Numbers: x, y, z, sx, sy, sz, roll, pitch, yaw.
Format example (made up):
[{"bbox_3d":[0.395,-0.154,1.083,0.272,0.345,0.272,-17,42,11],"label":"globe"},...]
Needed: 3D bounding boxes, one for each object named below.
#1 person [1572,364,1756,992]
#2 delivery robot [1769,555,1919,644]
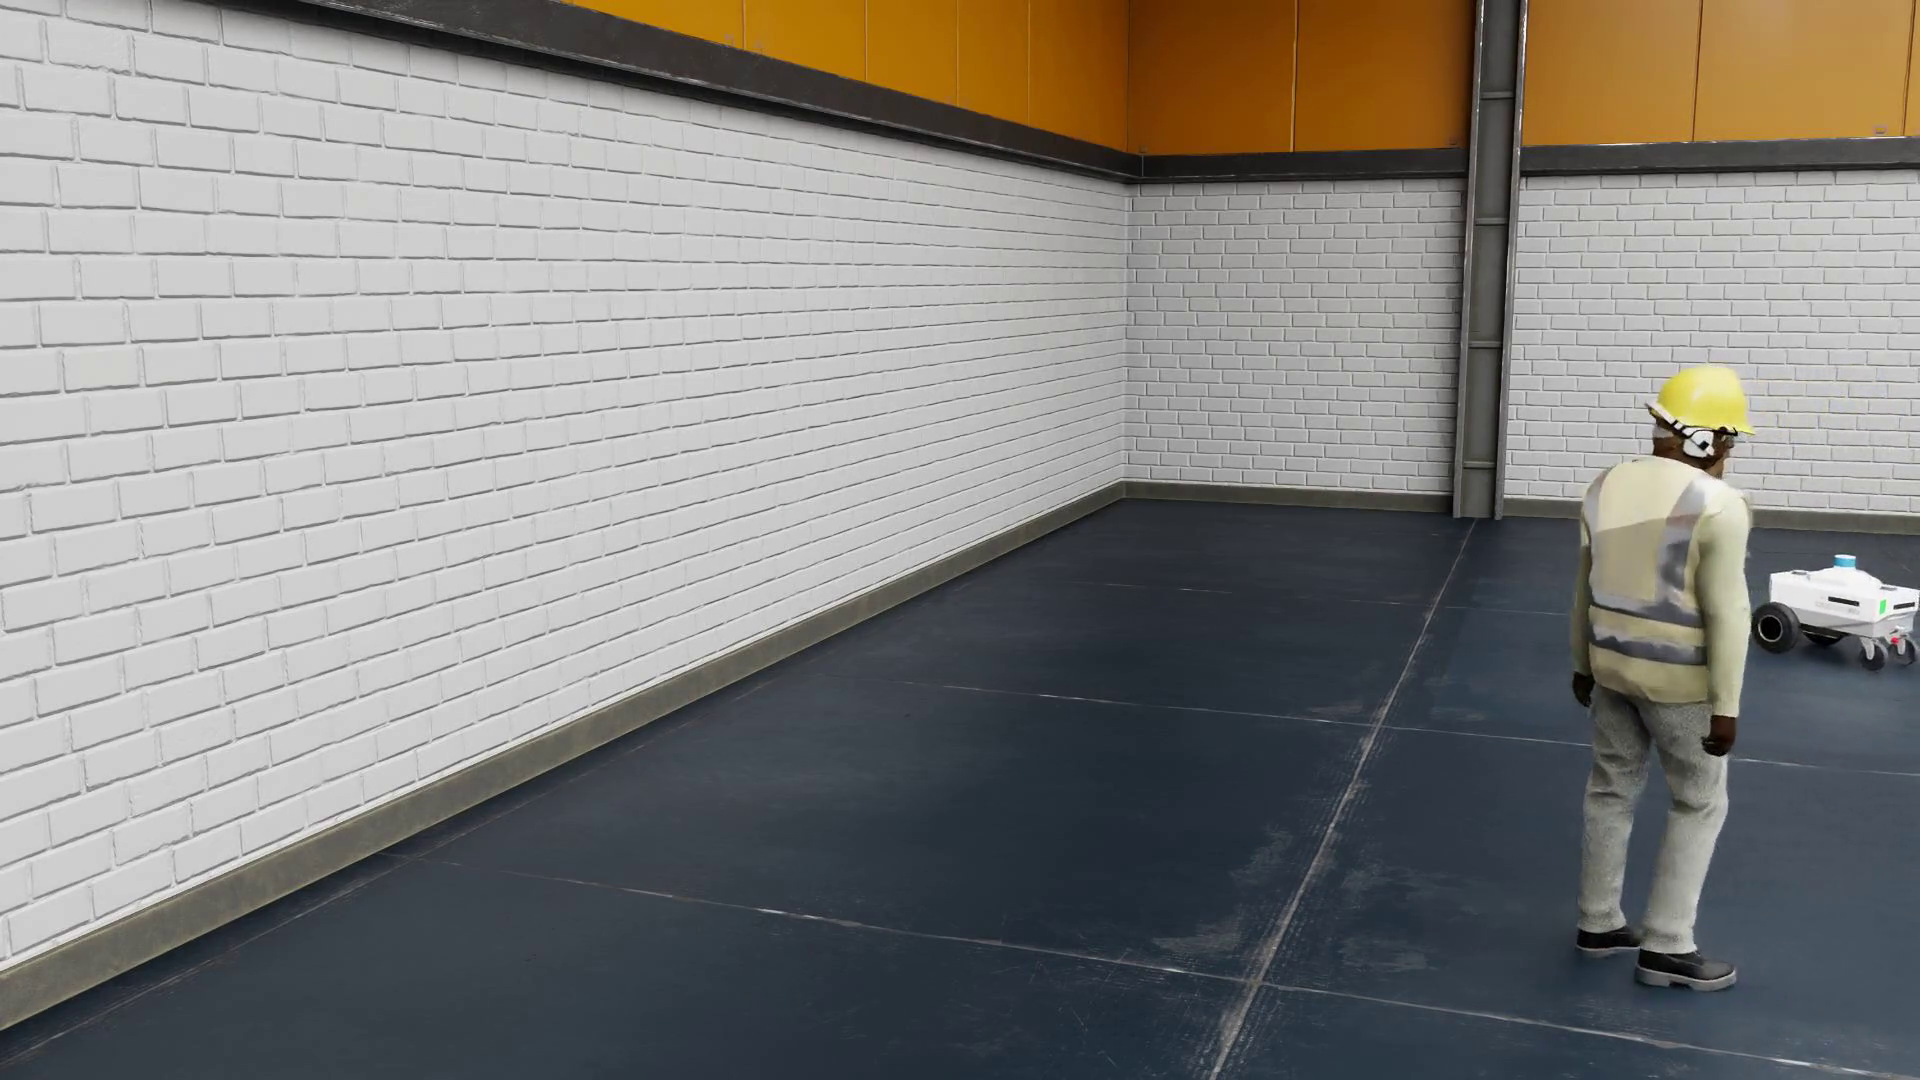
[{"bbox_3d":[2.063,0.391,4.917,0.406,1.816,0.672,-4,10,-22],"label":"person"},{"bbox_3d":[4.762,0.324,8.978,0.477,0.478,0.707,-5,10,-28],"label":"delivery robot"}]
